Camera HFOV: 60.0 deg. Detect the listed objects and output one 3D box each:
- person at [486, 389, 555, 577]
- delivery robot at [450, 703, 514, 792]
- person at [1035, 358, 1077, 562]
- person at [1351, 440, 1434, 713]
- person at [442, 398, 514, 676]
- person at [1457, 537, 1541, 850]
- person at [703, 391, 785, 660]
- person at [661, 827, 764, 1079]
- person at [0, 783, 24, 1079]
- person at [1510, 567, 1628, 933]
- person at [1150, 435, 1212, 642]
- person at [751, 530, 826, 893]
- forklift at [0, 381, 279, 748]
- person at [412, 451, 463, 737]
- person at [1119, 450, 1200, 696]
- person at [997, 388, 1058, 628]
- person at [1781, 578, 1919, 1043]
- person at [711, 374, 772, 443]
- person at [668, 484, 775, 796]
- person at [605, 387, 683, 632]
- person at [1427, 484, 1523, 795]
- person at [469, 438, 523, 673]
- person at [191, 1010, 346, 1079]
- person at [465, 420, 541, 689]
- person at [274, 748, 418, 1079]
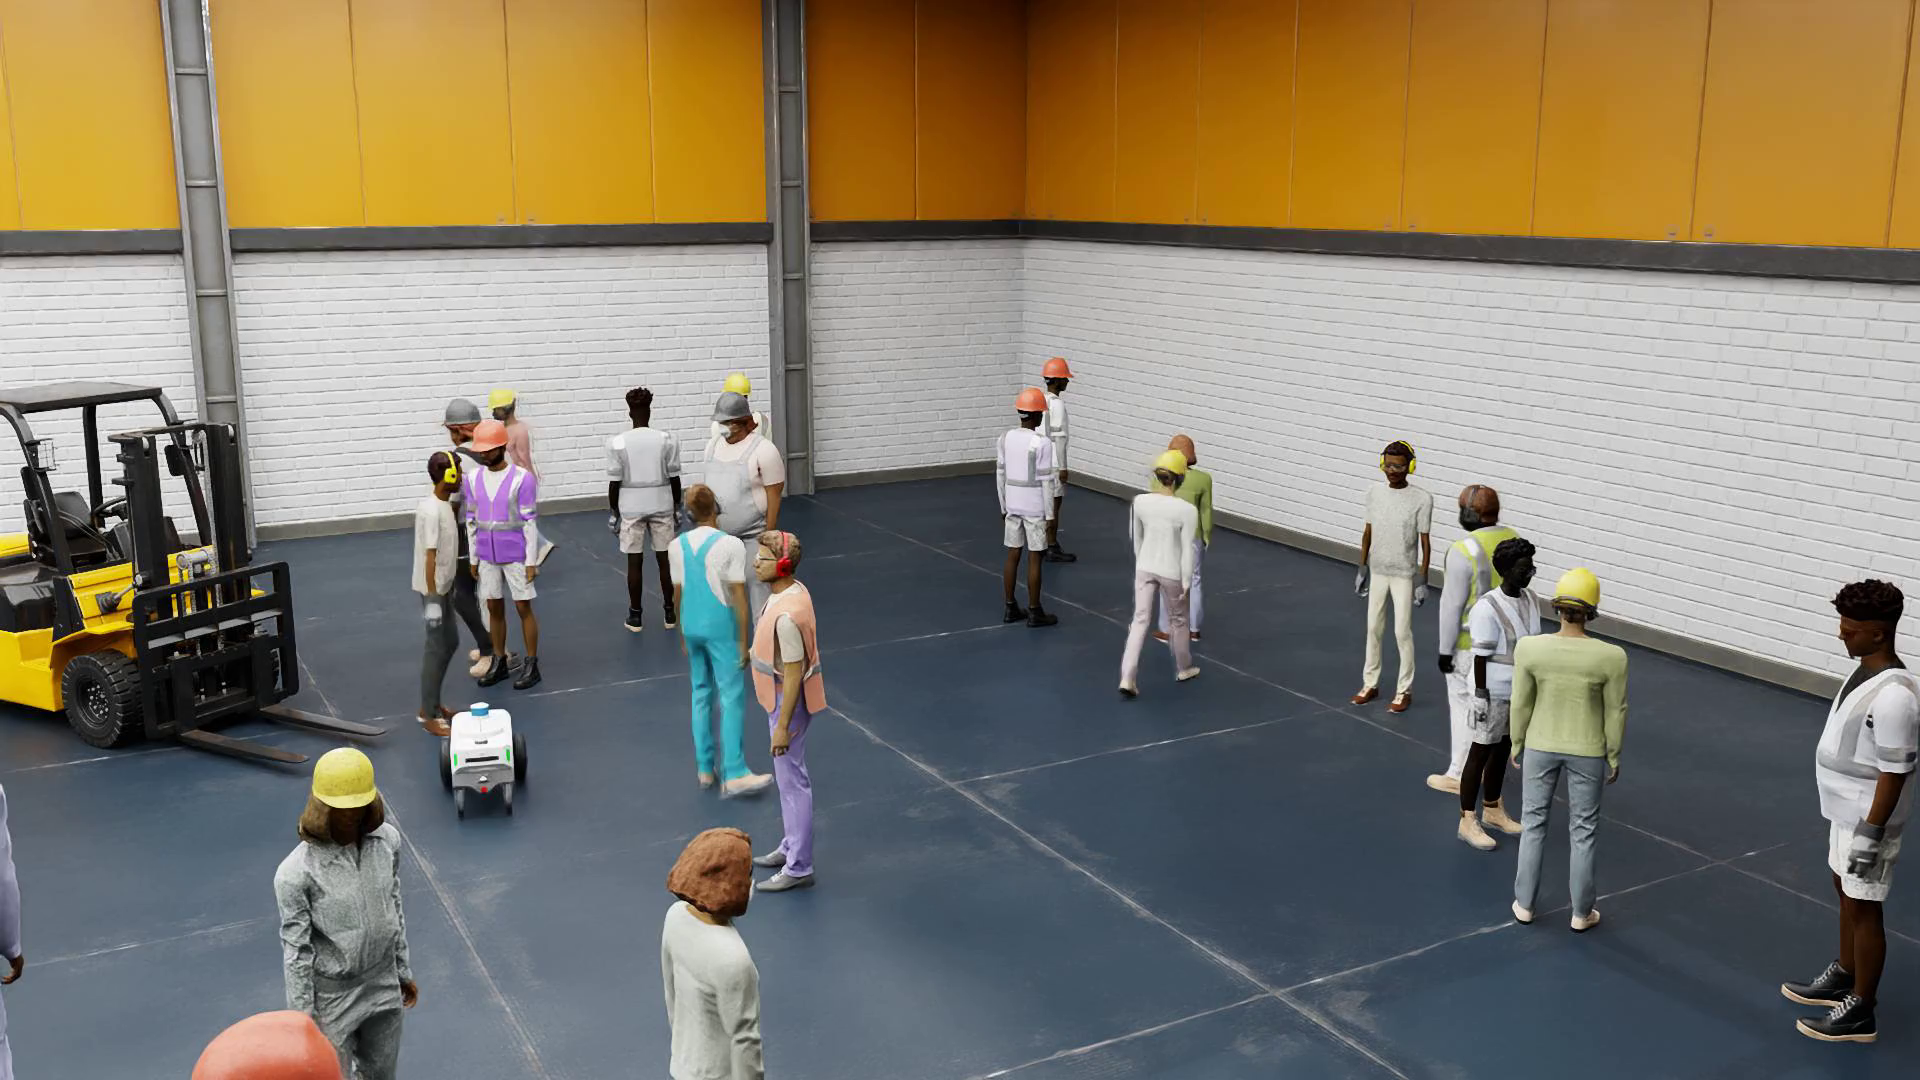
[{"bbox_3d":[-3.987,-0.517,15.080,0.521,1.738,0.560,-9,15,-36],"label":"person"},{"bbox_3d":[-2.777,1.191,9.663,0.477,0.478,0.707,-3,13,-15],"label":"delivery robot"},{"bbox_3d":[0.895,-0.758,15.759,0.362,1.938,0.545,-5,13,-20],"label":"person"},{"bbox_3d":[2.927,0.242,11.270,0.519,1.860,0.322,10,16,40],"label":"person"},{"bbox_3d":[-3.545,-0.046,12.177,0.638,2.000,0.704,6,14,28],"label":"person"},{"bbox_3d":[2.925,0.812,8.968,0.540,1.695,0.317,-10,16,-40],"label":"person"},{"bbox_3d":[-1.685,-0.111,12.481,0.687,2.000,0.535,7,14,29],"label":"person"},{"bbox_3d":[-0.738,1.665,5.115,0.279,1.633,0.497,-8,14,-33],"label":"person"},{"bbox_3d":[-3.468,1.428,5.583,0.596,1.913,0.386,-10,16,-39],"label":"person"},{"bbox_3d":[2.884,1.000,7.930,0.525,1.767,0.317,6,13,24],"label":"person"},{"bbox_3d":[1.705,-0.005,12.970,0.525,1.628,0.277,-2,12,-8],"label":"person"},{"bbox_3d":[-0.871,0.854,8.410,0.390,1.850,0.565,-2,12,-8],"label":"person"},{"bbox_3d":[-5.853,0.085,11.199,2.313,2.155,1.214,7,14,28],"label":"forklift"},{"bbox_3d":[-3.364,0.350,10.790,0.378,1.852,0.666,-1,12,-6],"label":"person"},{"bbox_3d":[1.410,0.226,11.657,0.539,1.723,0.899,7,14,30],"label":"person"},{"bbox_3d":[0.561,-0.263,13.438,0.552,1.935,0.365,11,16,41],"label":"person"},{"bbox_3d":[3.734,1.118,6.916,0.380,1.959,0.603,4,13,18],"label":"person"},{"bbox_3d":[-1.904,-0.480,14.474,0.587,1.930,0.361,-10,16,-40],"label":"person"},{"bbox_3d":[-1.420,0.587,9.782,0.673,1.803,0.444,6,13,25],"label":"person"},{"bbox_3d":[-2.514,-0.242,13.290,0.602,1.958,0.380,-4,13,-17],"label":"person"},{"bbox_3d":[3.014,0.587,9.716,0.645,1.831,0.430,-8,14,-32],"label":"person"},{"bbox_3d":[-3.437,0.055,12.187,0.403,1.837,0.590,-4,13,-18],"label":"person"},{"bbox_3d":[-1.286,1.870,3.200,0.609,2.040,0.394,10,15,38],"label":"person"},{"bbox_3d":[-3.240,0.106,11.736,0.541,1.929,0.382,3,12,12],"label":"person"},{"bbox_3d":[-2.011,1.520,5.545,0.319,1.740,0.492,6,14,28],"label":"person"}]
